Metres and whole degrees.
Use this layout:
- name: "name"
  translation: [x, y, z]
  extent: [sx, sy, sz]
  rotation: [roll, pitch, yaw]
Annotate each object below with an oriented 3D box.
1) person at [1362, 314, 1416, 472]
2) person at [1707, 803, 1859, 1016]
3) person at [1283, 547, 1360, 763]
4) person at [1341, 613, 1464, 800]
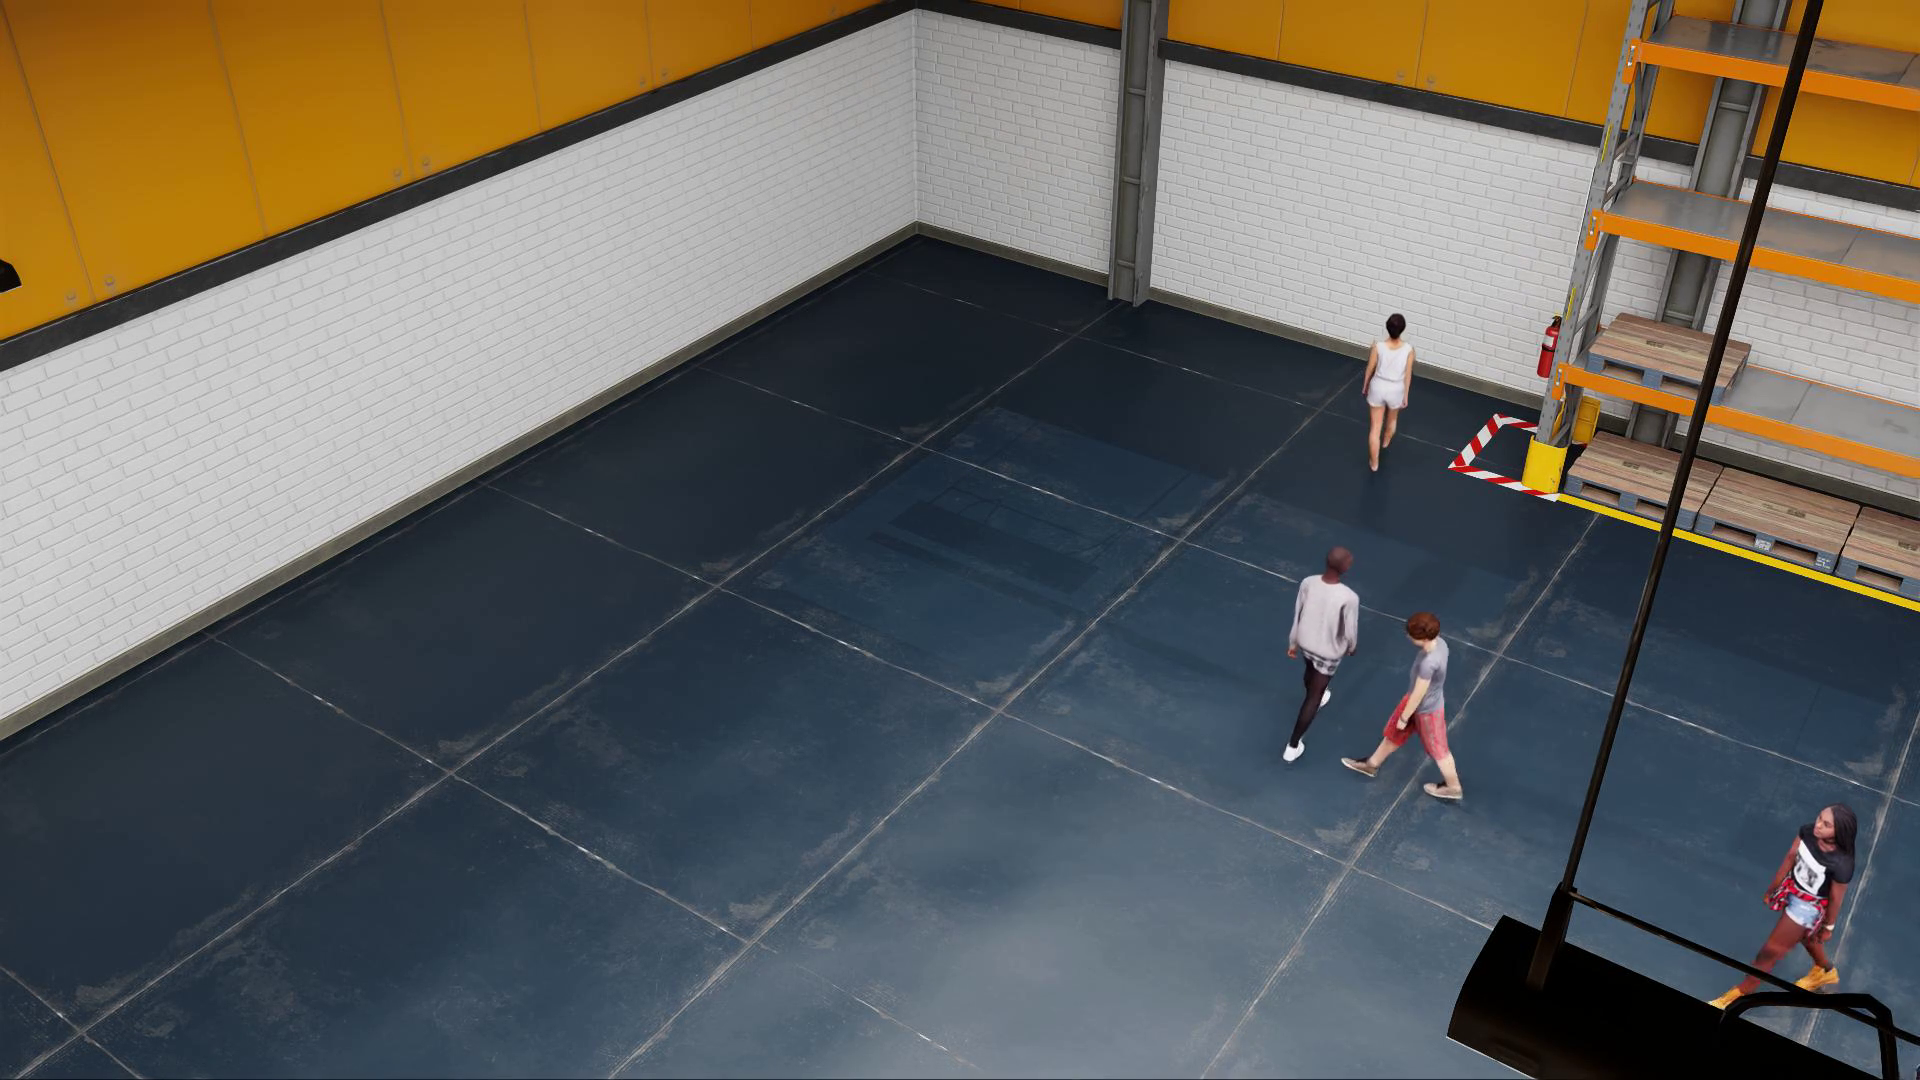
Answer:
- name: "person"
  translation: [4.080, -1.375, 15.914]
  extent: [0.937, 1.586, 0.868]
  rotation: [7, 34, 10]
- name: "person"
  translation: [5.307, 2.285, 10.320]
  extent: [1.204, 1.684, 1.111]
  rotation: [-4, 34, -6]
- name: "person"
  translation: [2.650, 0.868, 12.414]
  extent: [1.111, 1.725, 0.751]
  rotation: [24, 40, 31]
- name: "person"
  translation: [3.429, 1.240, 11.968]
  extent: [1.205, 1.600, 0.857]
  rotation: [11, 35, 17]
